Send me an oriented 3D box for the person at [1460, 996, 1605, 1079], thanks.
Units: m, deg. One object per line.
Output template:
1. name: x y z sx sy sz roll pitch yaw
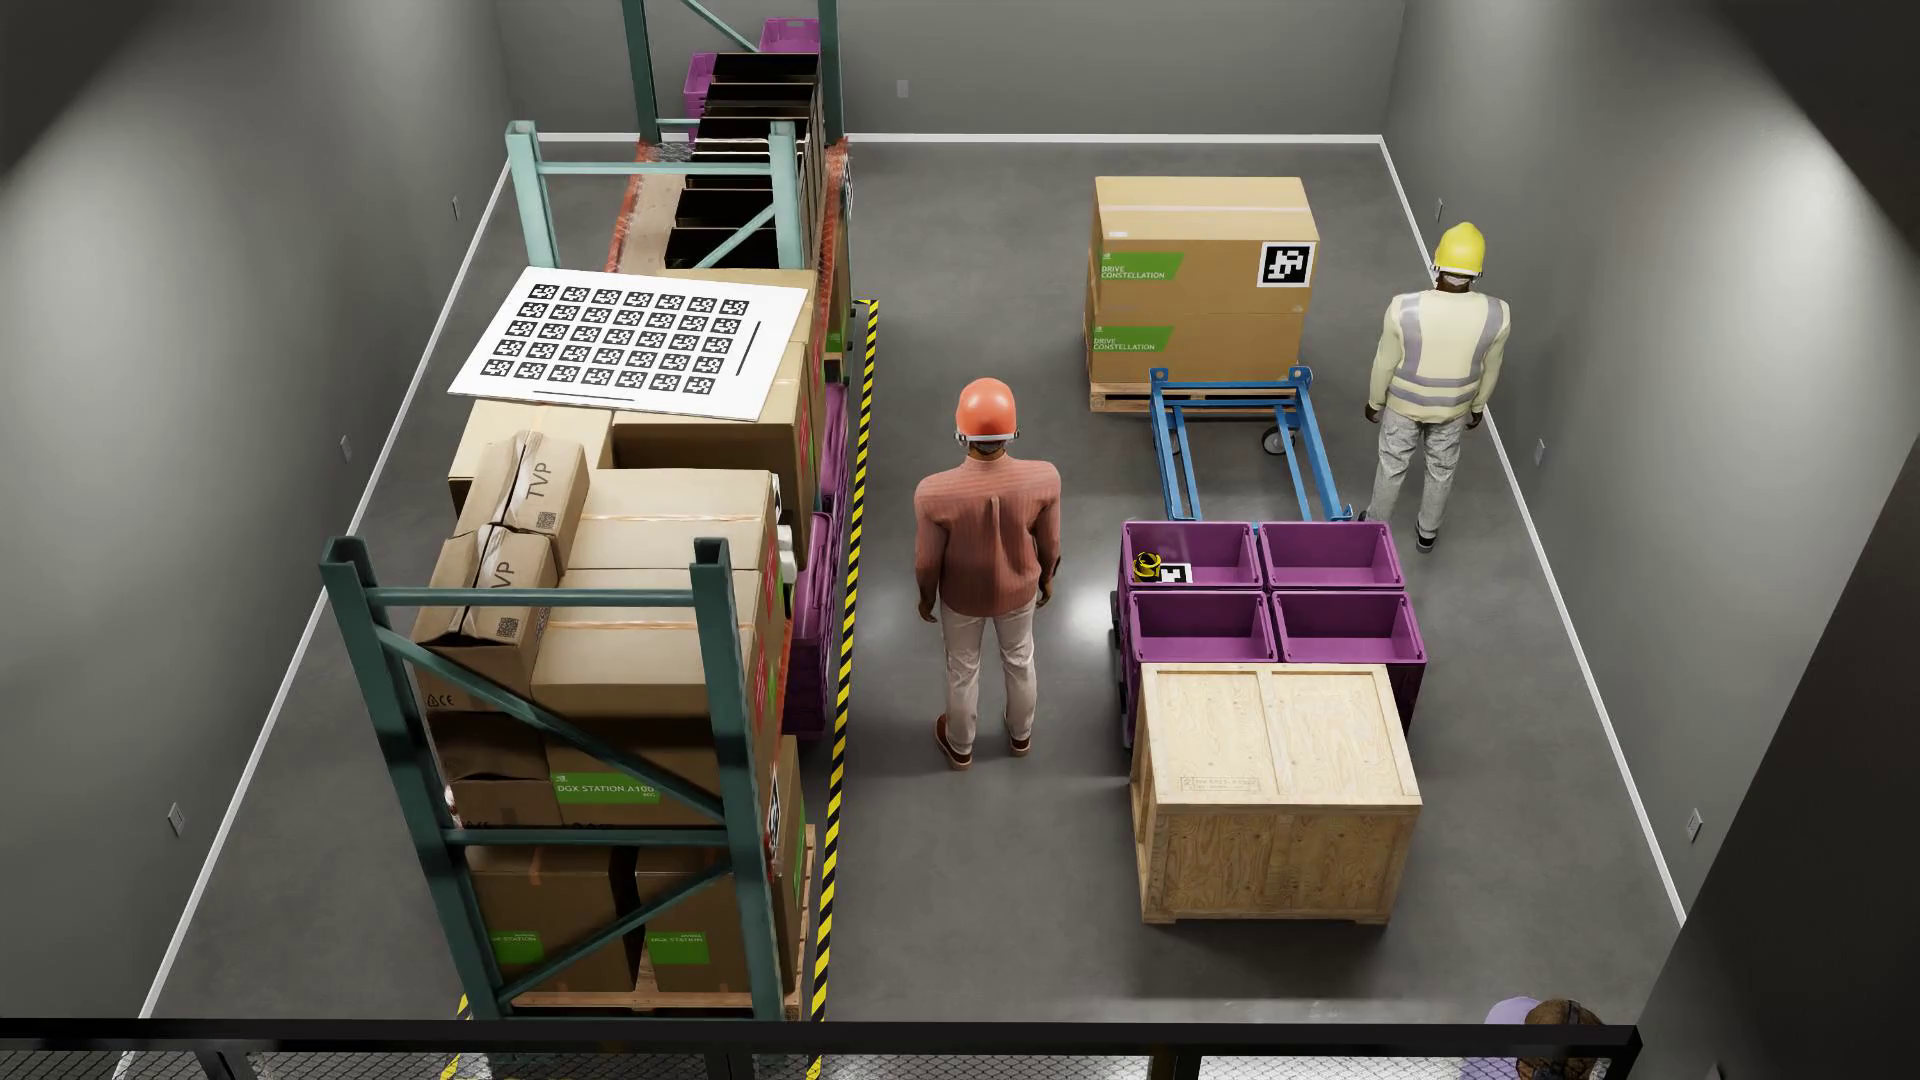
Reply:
1. person: 1.544 1.938 4.904 0.353 1.937 0.635 11 42 12

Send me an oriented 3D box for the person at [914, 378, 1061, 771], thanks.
1. person: 0.110 0.175 6.871 0.610 1.995 0.375 -10 42 -11

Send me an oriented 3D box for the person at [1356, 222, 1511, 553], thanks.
1. person: 2.248 -0.696 7.987 0.593 1.833 0.404 2 41 2
